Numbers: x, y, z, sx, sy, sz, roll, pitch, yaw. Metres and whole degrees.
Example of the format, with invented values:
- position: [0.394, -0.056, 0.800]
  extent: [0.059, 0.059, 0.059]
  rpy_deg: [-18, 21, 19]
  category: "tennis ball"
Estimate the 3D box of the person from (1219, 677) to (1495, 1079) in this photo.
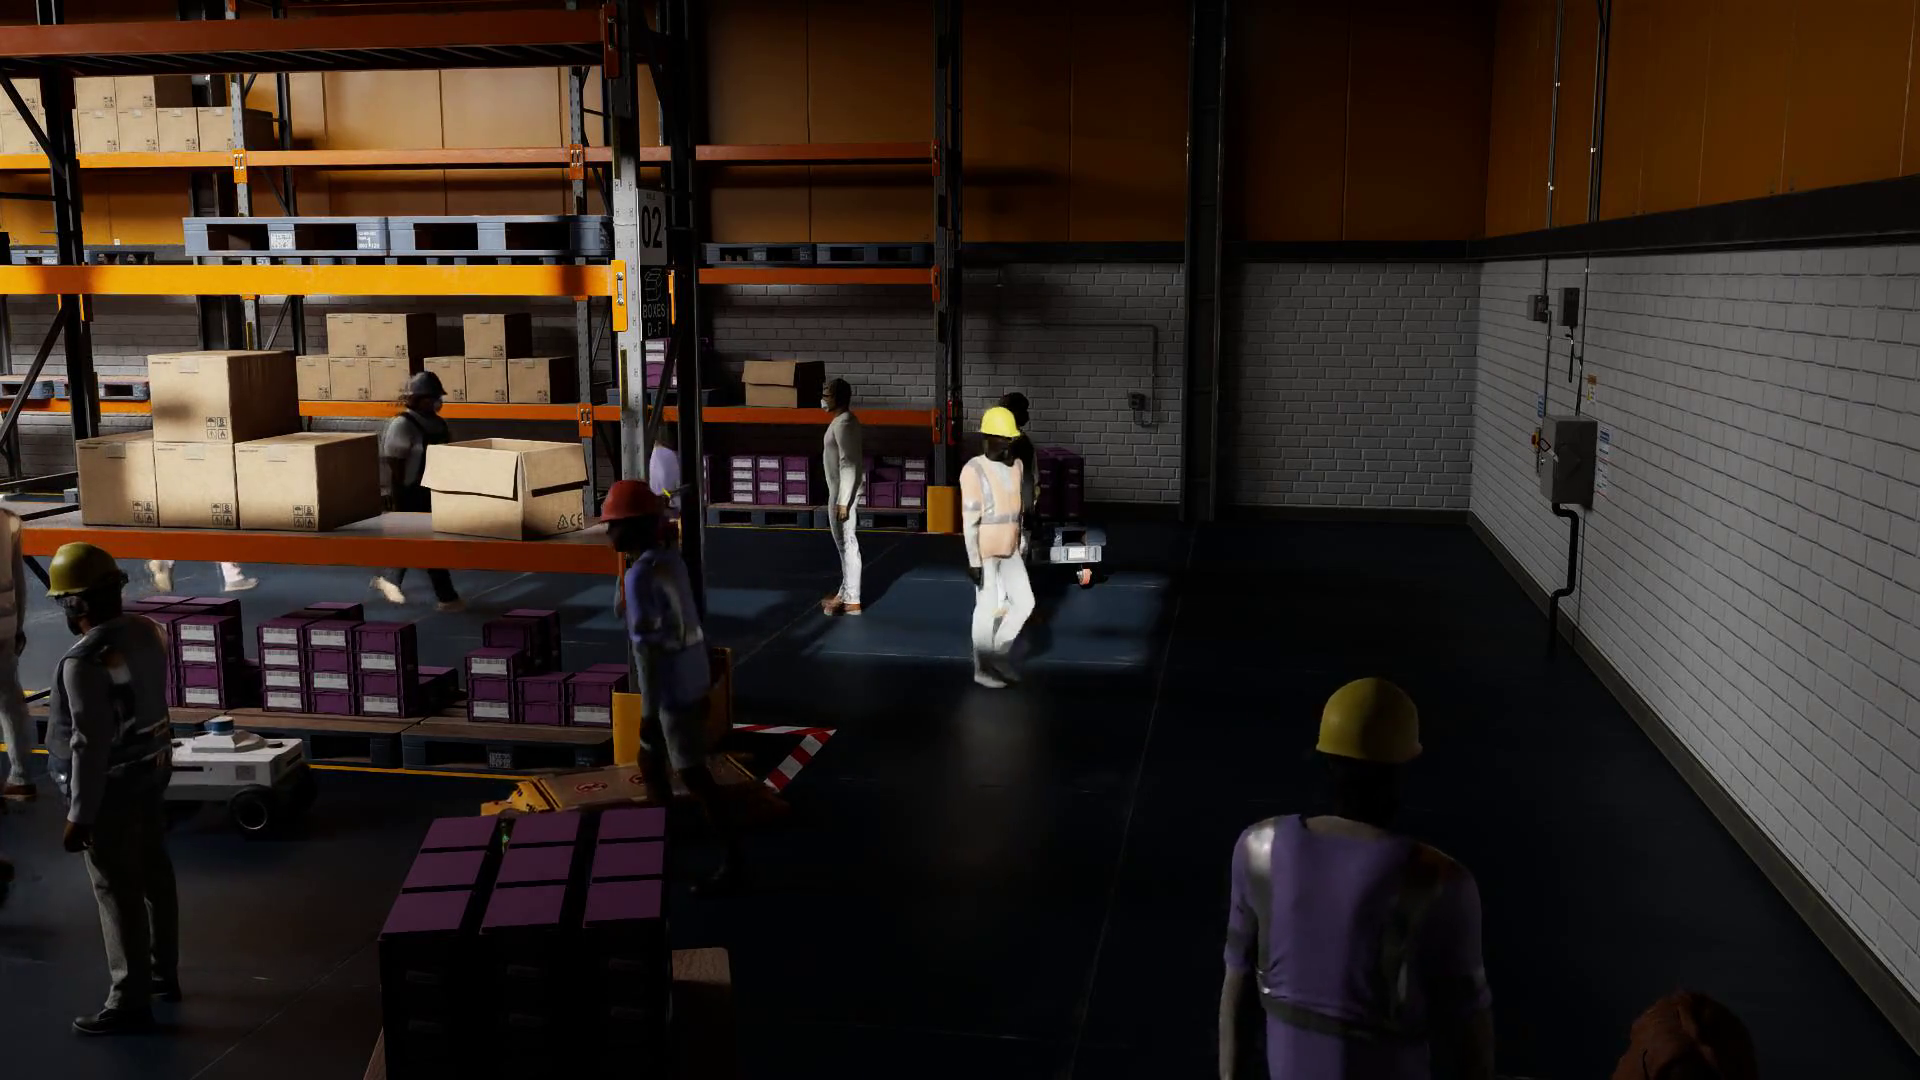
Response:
- position: [0.933, 1.244, 3.896]
  extent: [0.603, 1.867, 1.015]
  rpy_deg: [8, 12, 40]
  category: "person"

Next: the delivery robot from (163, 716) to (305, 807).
- position: [-3.697, 1.132, 8.370]
  extent: [0.707, 0.478, 0.477]
  rpy_deg: [0, 9, 2]
  category: "delivery robot"

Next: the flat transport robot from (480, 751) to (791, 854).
- position: [-1.643, 1.312, 8.419]
  extent: [1.431, 0.197, 0.652]
  rpy_deg: [-4, 10, -25]
  category: "flat transport robot"

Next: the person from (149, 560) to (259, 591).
- position: [-6.573, -0.499, 14.397]
  extent: [0.620, 1.976, 0.797]
  rpy_deg: [7, 11, 37]
  category: "person"

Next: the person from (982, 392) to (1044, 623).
- position: [0.427, -0.258, 13.301]
  extent: [0.429, 1.845, 0.621]
  rpy_deg: [-5, 10, -28]
  category: "person"

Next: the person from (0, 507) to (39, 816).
- position: [-5.047, 0.483, 8.568]
  extent: [0.337, 1.883, 0.583]
  rpy_deg: [2, 9, 12]
  category: "person"

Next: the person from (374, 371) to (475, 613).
- position: [-4.507, -0.434, 13.775]
  extent: [0.982, 2.000, 0.691]
  rpy_deg: [2, 9, 13]
  category: "person"

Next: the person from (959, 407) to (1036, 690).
- position: [0.251, 0.062, 11.100]
  extent: [0.437, 1.906, 0.607]
  rpy_deg: [9, 13, 43]
  category: "person"

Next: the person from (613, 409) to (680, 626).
- position: [-2.023, 0.092, 10.884]
  extent: [0.452, 1.921, 0.654]
  rpy_deg: [3, 10, 18]
  category: "person"

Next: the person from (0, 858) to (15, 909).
- position: [-4.486, 0.687, 6.920]
  extent: [0.867, 2.017, 0.604]
  rpy_deg: [2, 9, 13]
  category: "person"

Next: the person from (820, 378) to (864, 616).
- position: [-0.963, -0.352, 13.584]
  extent: [0.355, 1.938, 0.636]
  rpy_deg: [-1, 9, -5]
  category: "person"

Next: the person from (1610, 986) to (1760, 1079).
- position: [1.185, 1.534, 2.827]
  extent: [0.498, 1.633, 0.282]
  rpy_deg: [4, 10, 21]
  category: "person"

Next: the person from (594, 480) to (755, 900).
- position: [-1.264, 0.670, 7.492]
  extent: [0.732, 1.879, 0.550]
  rpy_deg: [0, 9, 1]
  category: "person"

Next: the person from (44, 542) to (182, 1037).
- position: [-3.130, 0.907, 6.134]
  extent: [0.403, 1.822, 0.587]
  rpy_deg: [0, 9, -1]
  category: "person"

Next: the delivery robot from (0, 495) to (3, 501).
- position: [-10.486, -0.346, 17.537]
  extent: [0.707, 0.478, 0.477]
  rpy_deg: [-5, 11, -31]
  category: "delivery robot"
